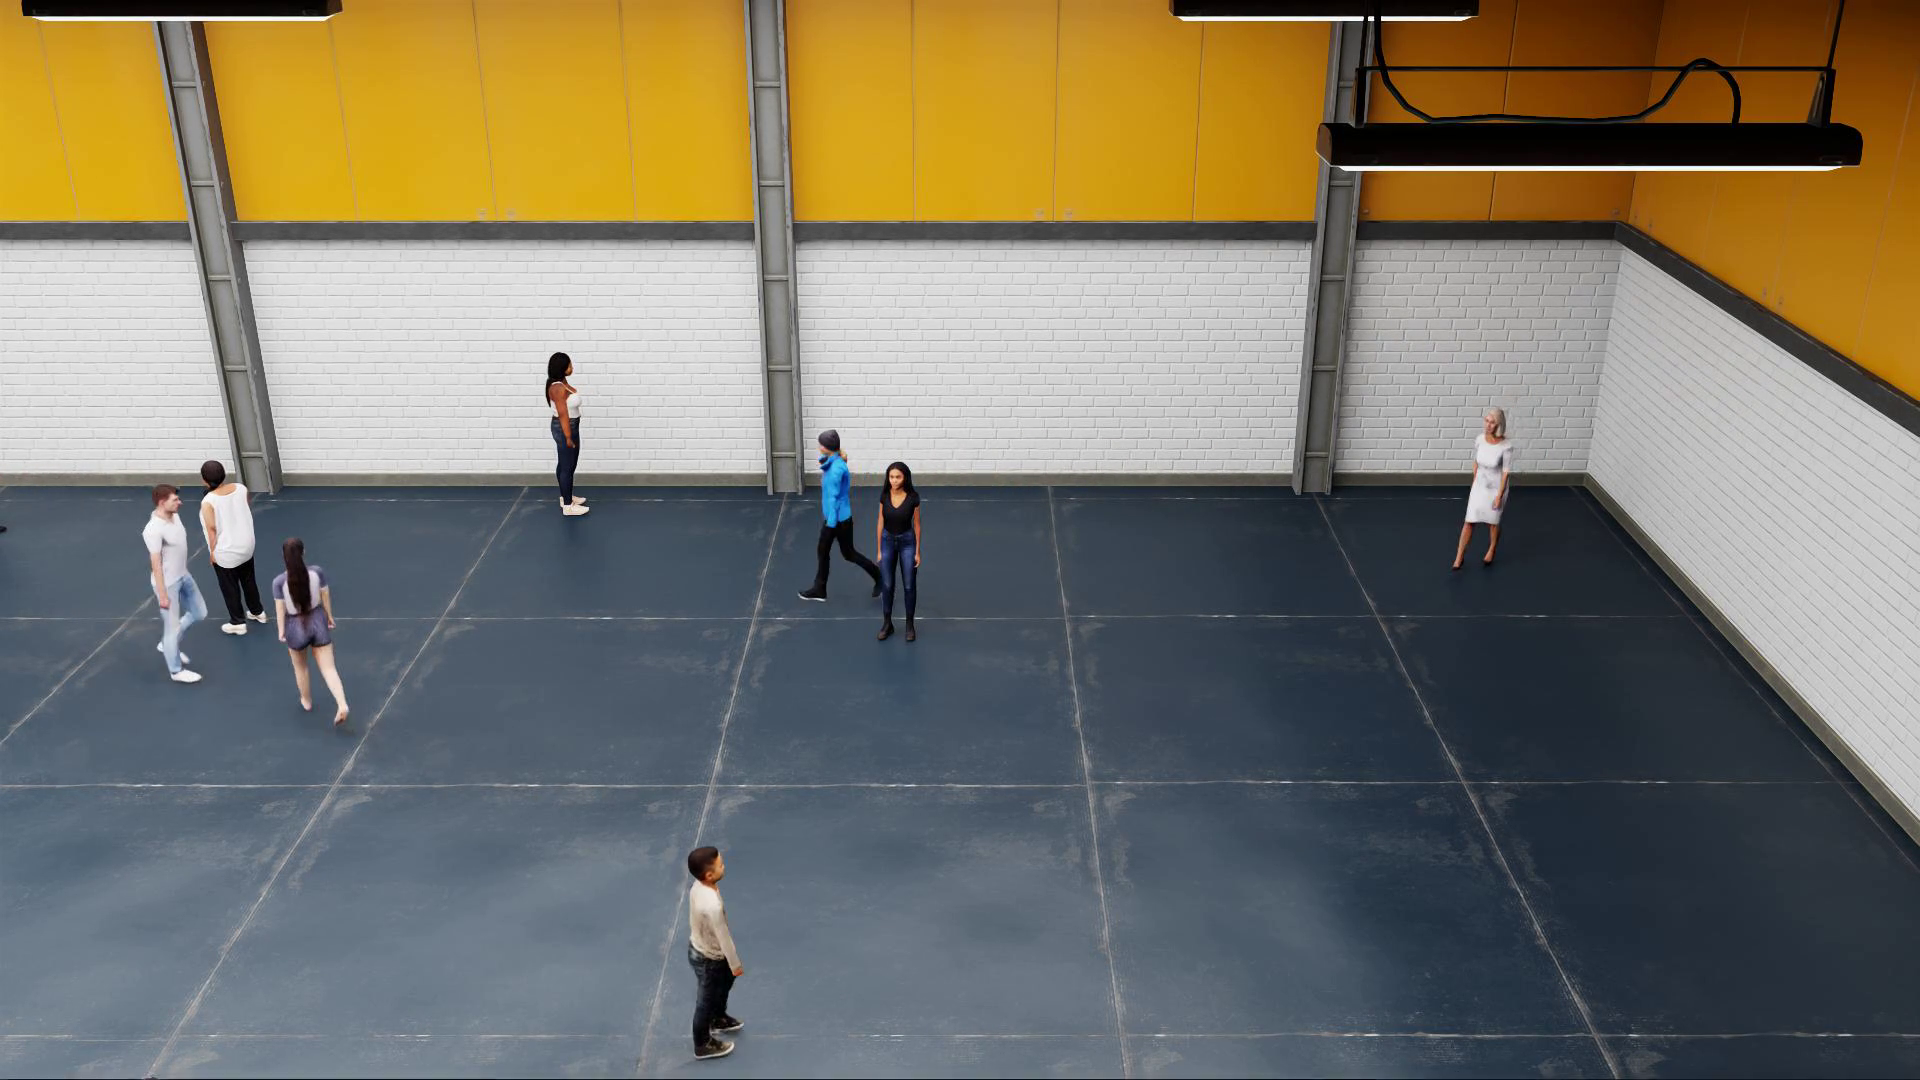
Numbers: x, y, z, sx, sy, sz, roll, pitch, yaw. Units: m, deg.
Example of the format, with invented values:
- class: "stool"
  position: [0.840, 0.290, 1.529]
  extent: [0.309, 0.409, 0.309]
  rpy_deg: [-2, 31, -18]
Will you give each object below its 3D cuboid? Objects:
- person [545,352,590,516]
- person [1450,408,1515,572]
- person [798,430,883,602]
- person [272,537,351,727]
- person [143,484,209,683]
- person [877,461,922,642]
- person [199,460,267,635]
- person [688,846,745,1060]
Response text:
- class: "person"
  position: [-4.315, -1.171, 18.115]
  extent: [0.699, 1.806, 0.709]
  rpy_deg: [-7, 25, -15]
- class: "person"
  position: [5.377, -0.523, 16.742]
  extent: [0.927, 1.718, 0.954]
  rpy_deg: [18, 29, 35]
- class: "person"
  position: [-1.068, -0.191, 15.929]
  extent: [1.200, 1.762, 0.741]
  rpy_deg: [-4, 24, -8]
- class: "person"
  position: [-5.388, 0.796, 13.849]
  extent: [1.040, 1.619, 1.026]
  rpy_deg: [-17, 29, -34]
- class: "person"
  position: [-6.955, 0.363, 14.569]
  extent: [0.738, 1.837, 0.725]
  rpy_deg: [-1, 24, -2]
- class: "person"
  position: [-0.563, 0.089, 15.324]
  extent: [0.497, 1.735, 0.645]
  rpy_deg: [3, 24, 6]
- class: "person"
  position: [-6.809, 0.045, 15.483]
  extent: [0.760, 1.687, 0.755]
  rpy_deg: [11, 26, 24]
- class: "person"
  position: [-1.592, 2.527, 10.098]
  extent: [0.664, 1.452, 0.639]
  rpy_deg: [-7, 25, -16]
